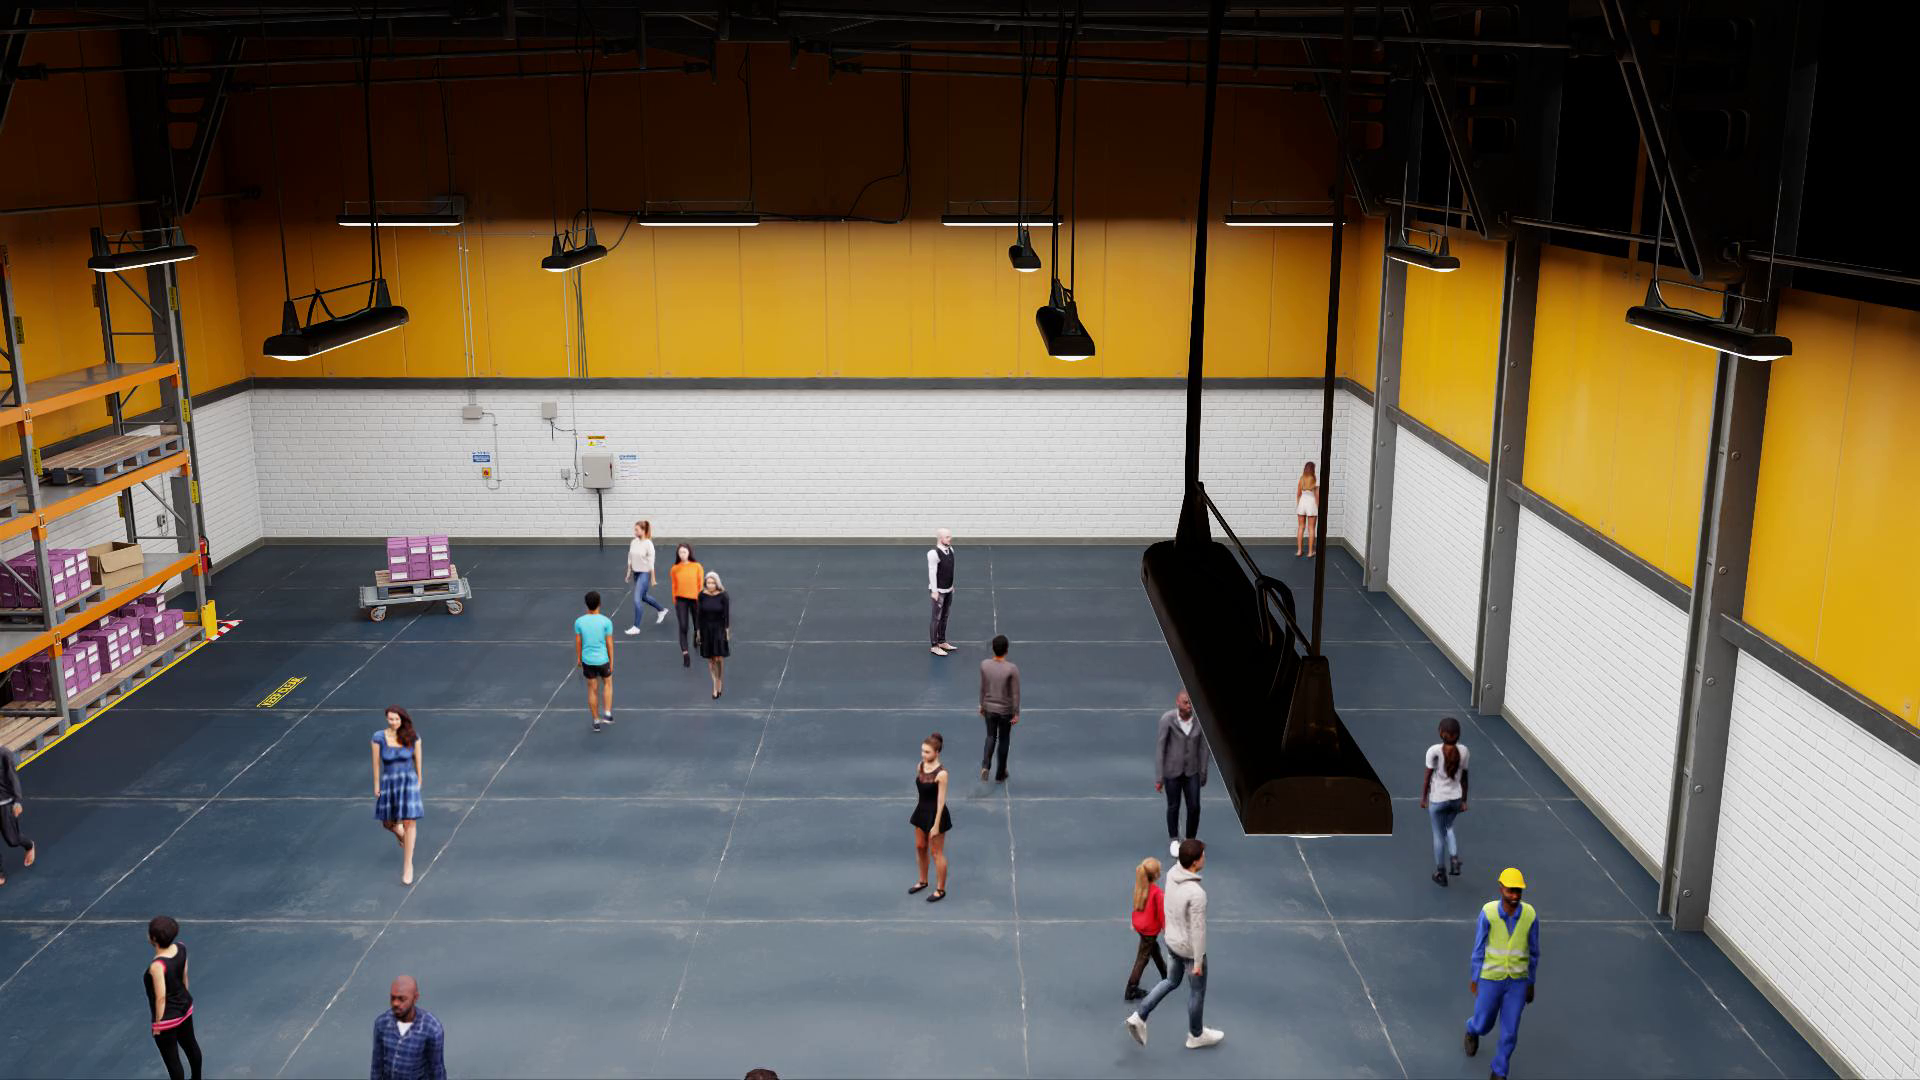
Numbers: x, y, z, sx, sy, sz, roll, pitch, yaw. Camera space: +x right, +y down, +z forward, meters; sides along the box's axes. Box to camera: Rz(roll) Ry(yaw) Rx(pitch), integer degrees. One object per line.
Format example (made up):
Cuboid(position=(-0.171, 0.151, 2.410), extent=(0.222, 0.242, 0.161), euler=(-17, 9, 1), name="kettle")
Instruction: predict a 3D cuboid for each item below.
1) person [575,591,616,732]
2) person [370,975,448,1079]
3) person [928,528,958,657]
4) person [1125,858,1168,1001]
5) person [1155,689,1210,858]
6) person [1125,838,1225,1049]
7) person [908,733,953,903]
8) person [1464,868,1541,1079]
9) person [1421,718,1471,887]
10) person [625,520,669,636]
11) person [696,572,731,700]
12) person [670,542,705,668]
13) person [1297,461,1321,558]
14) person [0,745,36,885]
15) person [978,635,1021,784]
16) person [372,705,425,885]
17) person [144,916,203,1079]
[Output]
Cuboid(position=(-4.530, 1.533, 20.638), extent=(0.653, 1.761, 0.628), euler=(-2, 14, -7), name="person")
Cuboid(position=(-3.734, 3.767, 11.362), extent=(0.825, 1.786, 1.237), euler=(3, 14, 12), name="person")
Cuboid(position=(-0.263, 0.720, 23.860), extent=(0.842, 1.826, 0.718), euler=(8, 16, 29), name="person")
Cuboid(position=(1.564, 3.345, 14.232), extent=(0.825, 1.256, 0.886), euler=(-7, 15, -28), name="person")
Cuboid(position=(2.254, 2.369, 17.100), extent=(0.736, 1.802, 0.673), euler=(0, 14, -2), name="person")
Cuboid(position=(1.720, 3.263, 13.343), extent=(1.031, 1.834, 1.138), euler=(-6, 15, -24), name="person")
Cuboid(position=(-0.244, 2.669, 16.137), extent=(0.752, 1.673, 0.676), euler=(-10, 17, -36), name="person")
Cuboid(position=(4.210, 3.375, 12.957), extent=(0.679, 1.796, 0.938), euler=(0, 14, 2), name="person")
Cuboid(position=(4.811, 2.596, 16.351), extent=(0.645, 1.713, 0.704), euler=(-3, 14, -12), name="person")
Cuboid(position=(-4.689, 0.539, 24.891), extent=(1.073, 1.692, 1.165), euler=(12, 18, 41), name="person")
Cuboid(position=(-3.240, 1.234, 21.933), extent=(0.609, 1.734, 0.678), euler=(1, 14, 4), name="person")
Cuboid(position=(-3.807, 0.877, 23.421), extent=(0.692, 1.729, 1.047), euler=(-1, 14, -5), name="person")
Cuboid(position=(6.153, -0.562, 29.430), extent=(0.669, 1.696, 0.709), euler=(9, 16, 33), name="person")
Cuboid(position=(-9.507, 2.568, 16.471), extent=(0.606, 1.711, 0.832), euler=(0, 14, 0), name="person")
Cuboid(position=(0.397, 1.960, 18.890), extent=(0.828, 1.755, 0.939), euler=(4, 14, 15), name="person")
Cuboid(position=(-5.603, 2.496, 16.602), extent=(0.801, 1.790, 1.048), euler=(-3, 14, -14), name="person")
Cuboid(position=(-5.992, 3.574, 12.658), extent=(0.627, 1.552, 0.483), euler=(2, 14, 9), name="person")
